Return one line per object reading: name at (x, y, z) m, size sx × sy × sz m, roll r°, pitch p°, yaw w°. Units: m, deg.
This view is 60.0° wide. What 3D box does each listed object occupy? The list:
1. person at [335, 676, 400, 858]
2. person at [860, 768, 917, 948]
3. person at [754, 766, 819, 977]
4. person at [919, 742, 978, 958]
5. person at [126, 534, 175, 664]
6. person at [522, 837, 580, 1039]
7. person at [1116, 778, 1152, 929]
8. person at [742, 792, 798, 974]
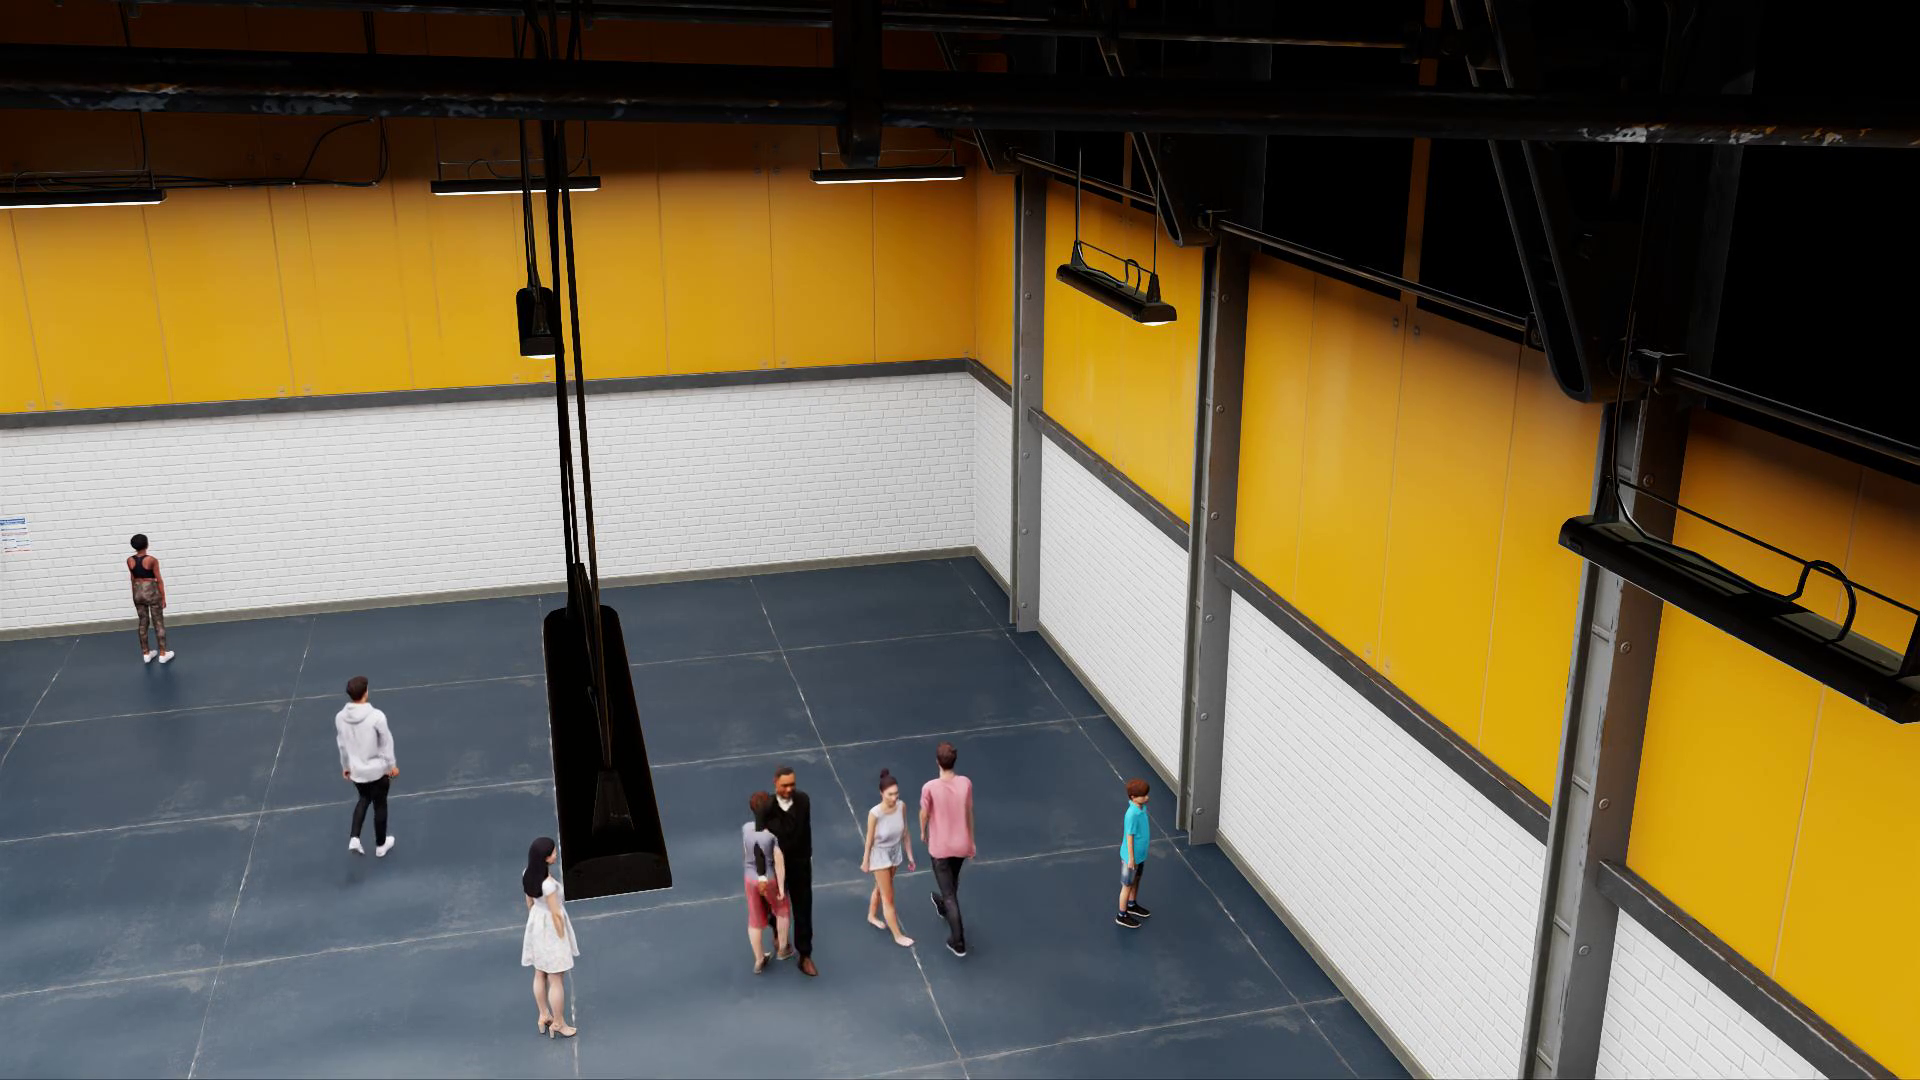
person at (-5.812, 2.265, 16.237) m, size 0.878 × 1.915 × 0.999 m, roll 3°, pitch 19°, yaw 7°
person at (-0.724, 2.820, 15.075) m, size 0.998 × 1.605 × 0.853 m, roll 17°, pitch 25°, yaw 40°
person at (-1.568, 2.825, 14.634) m, size 0.721 × 1.877 × 1.088 m, roll -6°, pitch 19°, yaw -16°
person at (-0.069, 2.778, 14.707) m, size 0.746 × 1.918 × 1.167 m, roll -8°, pitch 20°, yaw -24°
person at (-10.331, 0.729, 21.137) m, size 0.613 × 1.699 × 0.605 m, roll 0°, pitch 19°, yaw 0°
person at (-3.360, 3.238, 13.563) m, size 0.740 × 1.776 × 0.827 m, roll 17°, pitch 25°, yaw 41°
person at (1.596, 2.837, 15.268) m, size 0.653 × 1.448 × 0.582 m, roll 8°, pitch 20°, yaw 24°
person at (-1.750, 3.016, 14.454) m, size 0.761 × 1.629 × 0.844 m, roll 5°, pitch 19°, yaw 15°
